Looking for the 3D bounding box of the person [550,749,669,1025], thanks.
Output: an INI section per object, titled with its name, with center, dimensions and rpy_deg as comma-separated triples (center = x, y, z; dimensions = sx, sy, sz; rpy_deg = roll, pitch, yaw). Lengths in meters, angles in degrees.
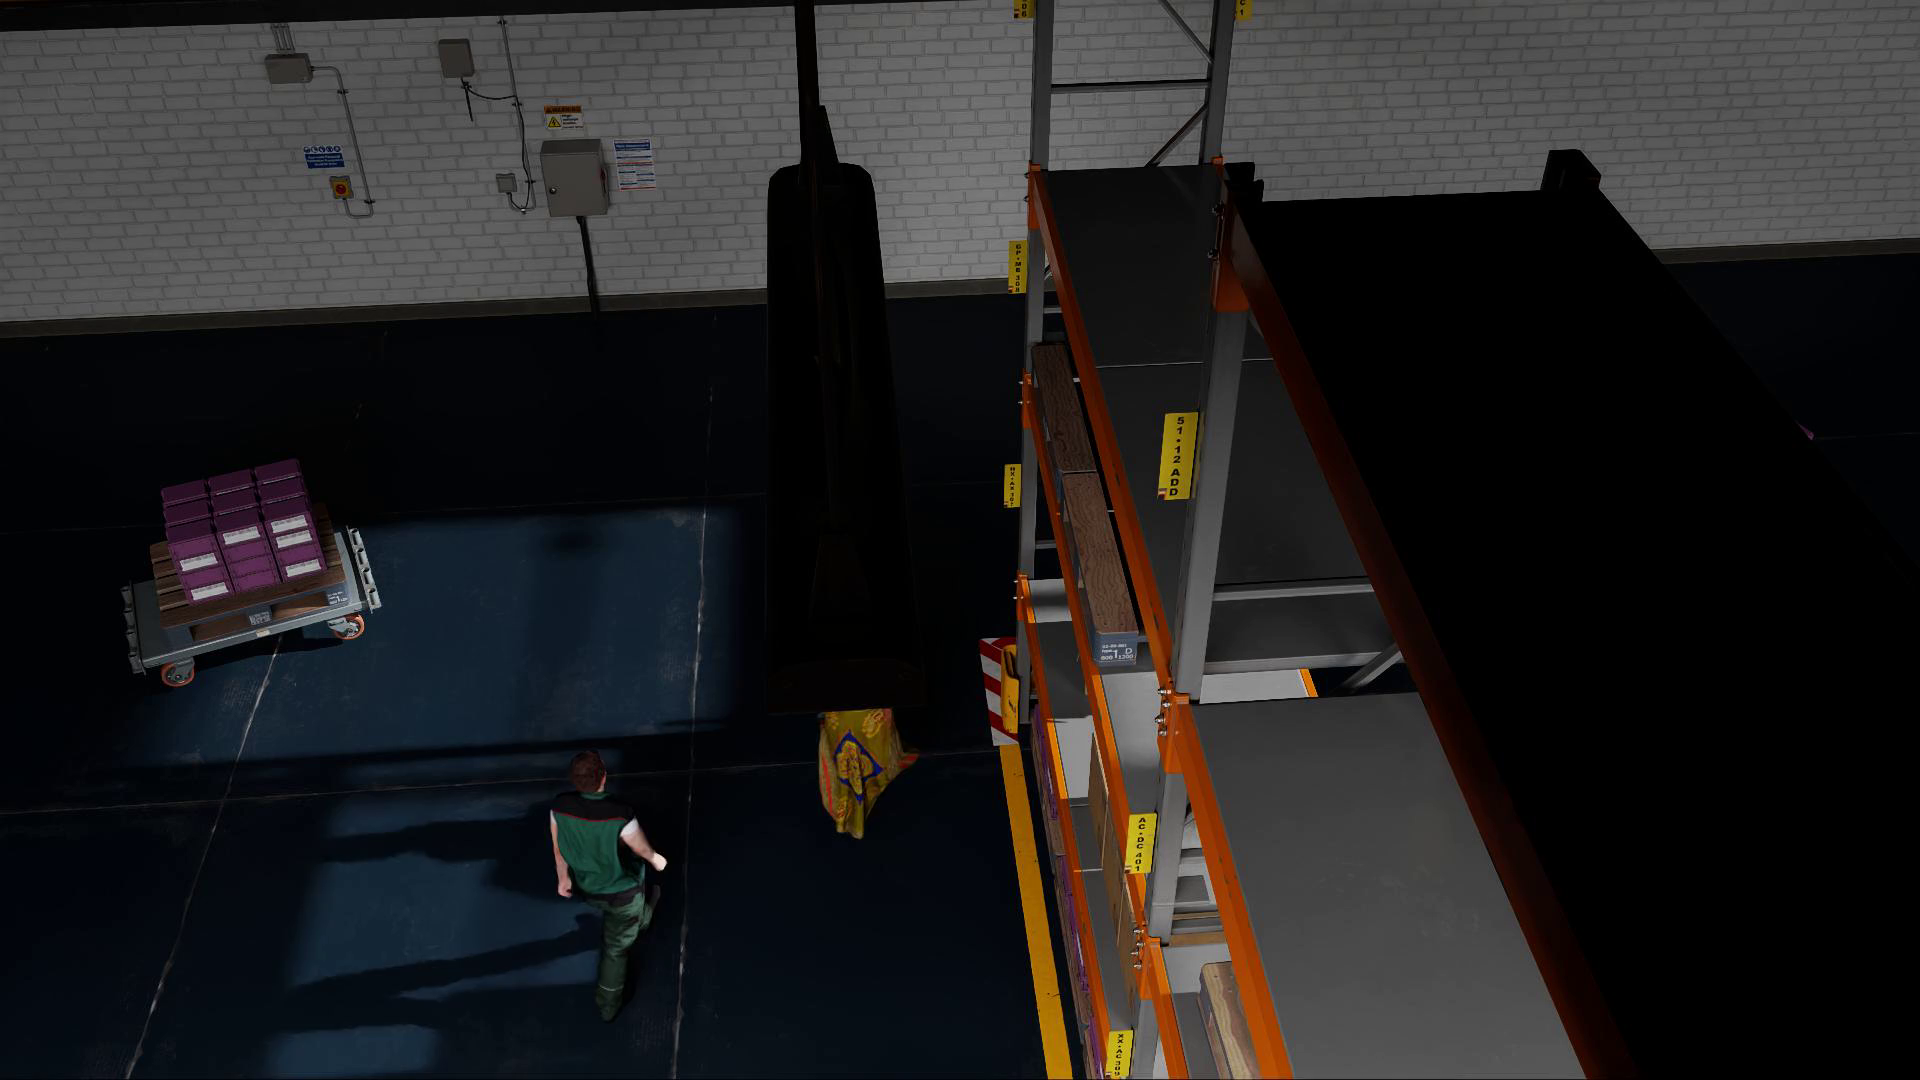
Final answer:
[person]
center = -1.941, 1.913, 9.015
dimensions = 0.953, 1.797, 1.195
rpy_deg = 14, 41, 16
